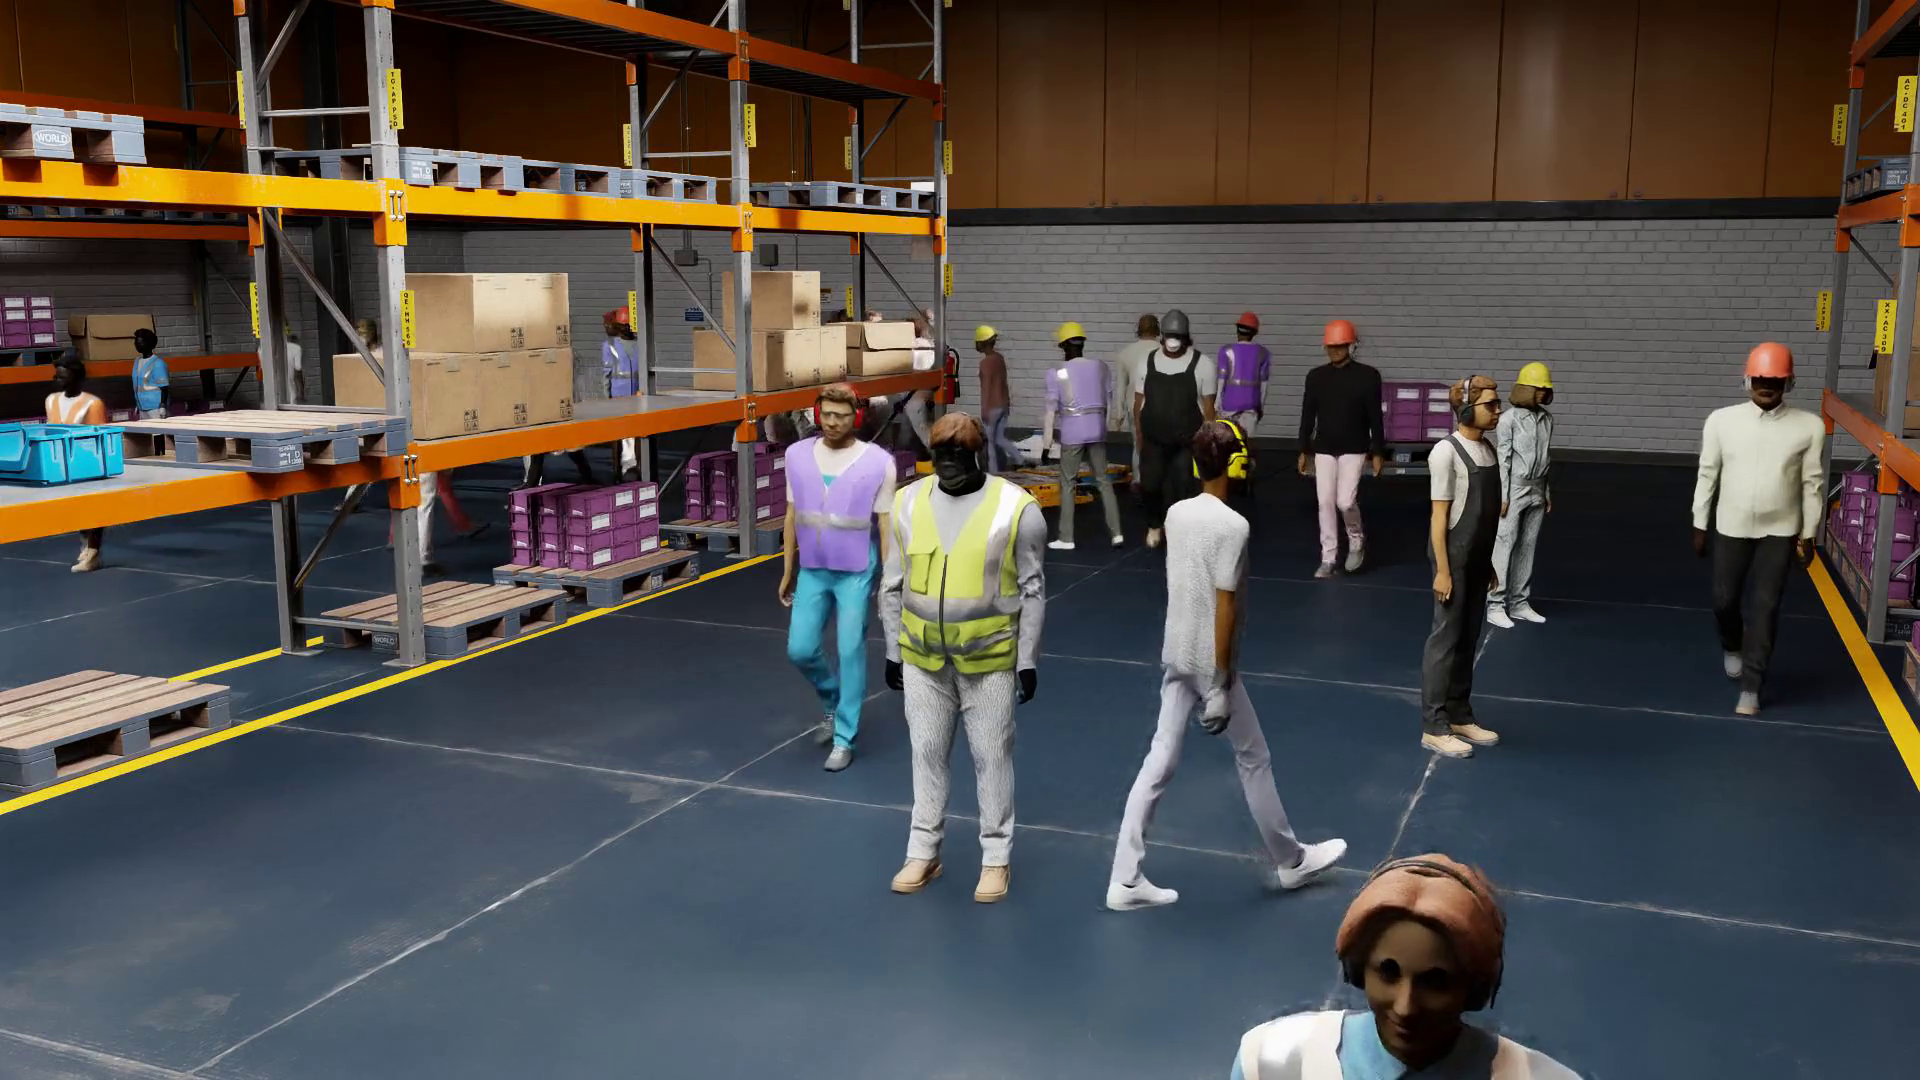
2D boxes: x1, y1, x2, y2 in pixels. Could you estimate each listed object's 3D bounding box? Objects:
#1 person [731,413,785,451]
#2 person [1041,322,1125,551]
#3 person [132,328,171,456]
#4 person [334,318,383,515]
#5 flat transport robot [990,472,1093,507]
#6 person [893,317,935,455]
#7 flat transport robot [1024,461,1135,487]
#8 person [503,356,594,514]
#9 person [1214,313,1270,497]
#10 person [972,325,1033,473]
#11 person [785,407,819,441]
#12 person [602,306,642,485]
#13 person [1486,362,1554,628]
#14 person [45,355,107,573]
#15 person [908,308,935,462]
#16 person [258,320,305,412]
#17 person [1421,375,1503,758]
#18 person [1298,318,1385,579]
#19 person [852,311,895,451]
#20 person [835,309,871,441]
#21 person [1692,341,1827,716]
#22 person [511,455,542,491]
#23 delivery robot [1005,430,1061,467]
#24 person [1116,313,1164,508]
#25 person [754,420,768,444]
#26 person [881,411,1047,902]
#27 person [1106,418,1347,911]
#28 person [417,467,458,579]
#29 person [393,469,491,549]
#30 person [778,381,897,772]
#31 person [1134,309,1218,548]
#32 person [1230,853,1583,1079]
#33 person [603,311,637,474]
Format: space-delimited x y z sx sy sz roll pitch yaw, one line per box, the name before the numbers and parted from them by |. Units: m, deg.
person | -2.123 -1.392 17.005 0.620 1.928 1.032 8 12 39
person | 1.033 -0.845 13.797 0.751 1.898 0.567 -3 10 -20
person | -8.731 -1.434 17.970 0.531 1.697 0.322 6 11 33
person | -5.612 -1.199 16.049 0.630 1.880 1.078 4 10 21
flat transport robot | 0.631 -0.525 16.775 0.652 0.197 1.431 -7 12 -36
person | -0.491 -1.624 18.863 0.971 1.801 0.623 4 10 23
flat transport robot | 1.240 -0.682 17.725 1.431 0.197 0.652 -9 13 -42
person | -3.848 -1.169 15.743 0.613 1.913 0.998 7 12 38
person | 2.871 -1.388 17.153 0.622 1.876 0.815 -1 9 -4
person | 0.414 -1.413 17.688 0.589 1.738 0.558 5 10 26
person | -1.630 -1.414 18.134 0.518 1.596 0.771 6 11 33
person | -3.573 -1.556 17.983 0.552 1.935 0.368 -4 10 -22
person | 3.722 -0.296 10.940 0.493 1.740 0.325 -6 11 -31
person | -6.806 -0.583 12.821 0.552 1.684 0.360 2 10 15
person | -0.414 -1.771 19.502 0.420 1.881 0.675 -4 10 -23
person | -7.402 -1.552 18.225 0.525 1.853 0.640 0 9 3
person | 2.459 0.121 8.096 0.341 1.846 0.510 9 13 43
person | 2.855 -0.681 12.556 0.656 1.974 0.444 7 12 37
person | -0.999 -1.602 18.532 0.806 1.877 0.668 7 12 36
person | -1.260 -1.714 19.106 0.609 1.888 0.943 9 13 42
person | 4.280 -0.083 8.939 0.632 1.976 0.715 5 11 27
person | -4.530 -1.384 17.254 0.403 1.830 0.598 -3 10 -19
delivery robot | 0.861 -0.976 18.367 0.707 0.478 0.477 3 10 19
person | 1.824 -1.259 16.294 0.656 1.913 0.798 5 10 26
person | -2.563 -2.022 20.898 0.408 1.906 0.654 -2 10 -13
person | -0.003 0.435 6.213 0.634 1.839 0.429 3 10 19
person | 0.969 0.460 6.155 1.004 1.808 0.517 -5 10 -26
person | -4.189 -0.656 12.805 0.679 1.834 0.763 1 9 5
person | -4.386 -0.775 13.939 0.961 1.719 0.526 -8 13 -42
person | -0.576 0.163 7.867 0.602 1.831 0.431 3 10 19
person | 1.725 -0.862 13.464 0.689 2.000 0.552 3 10 16
person | 0.571 1.214 2.190 0.558 1.604 0.786 3 10 20
person | -3.852 -1.650 18.769 0.444 1.862 0.712 -3 10 -15
